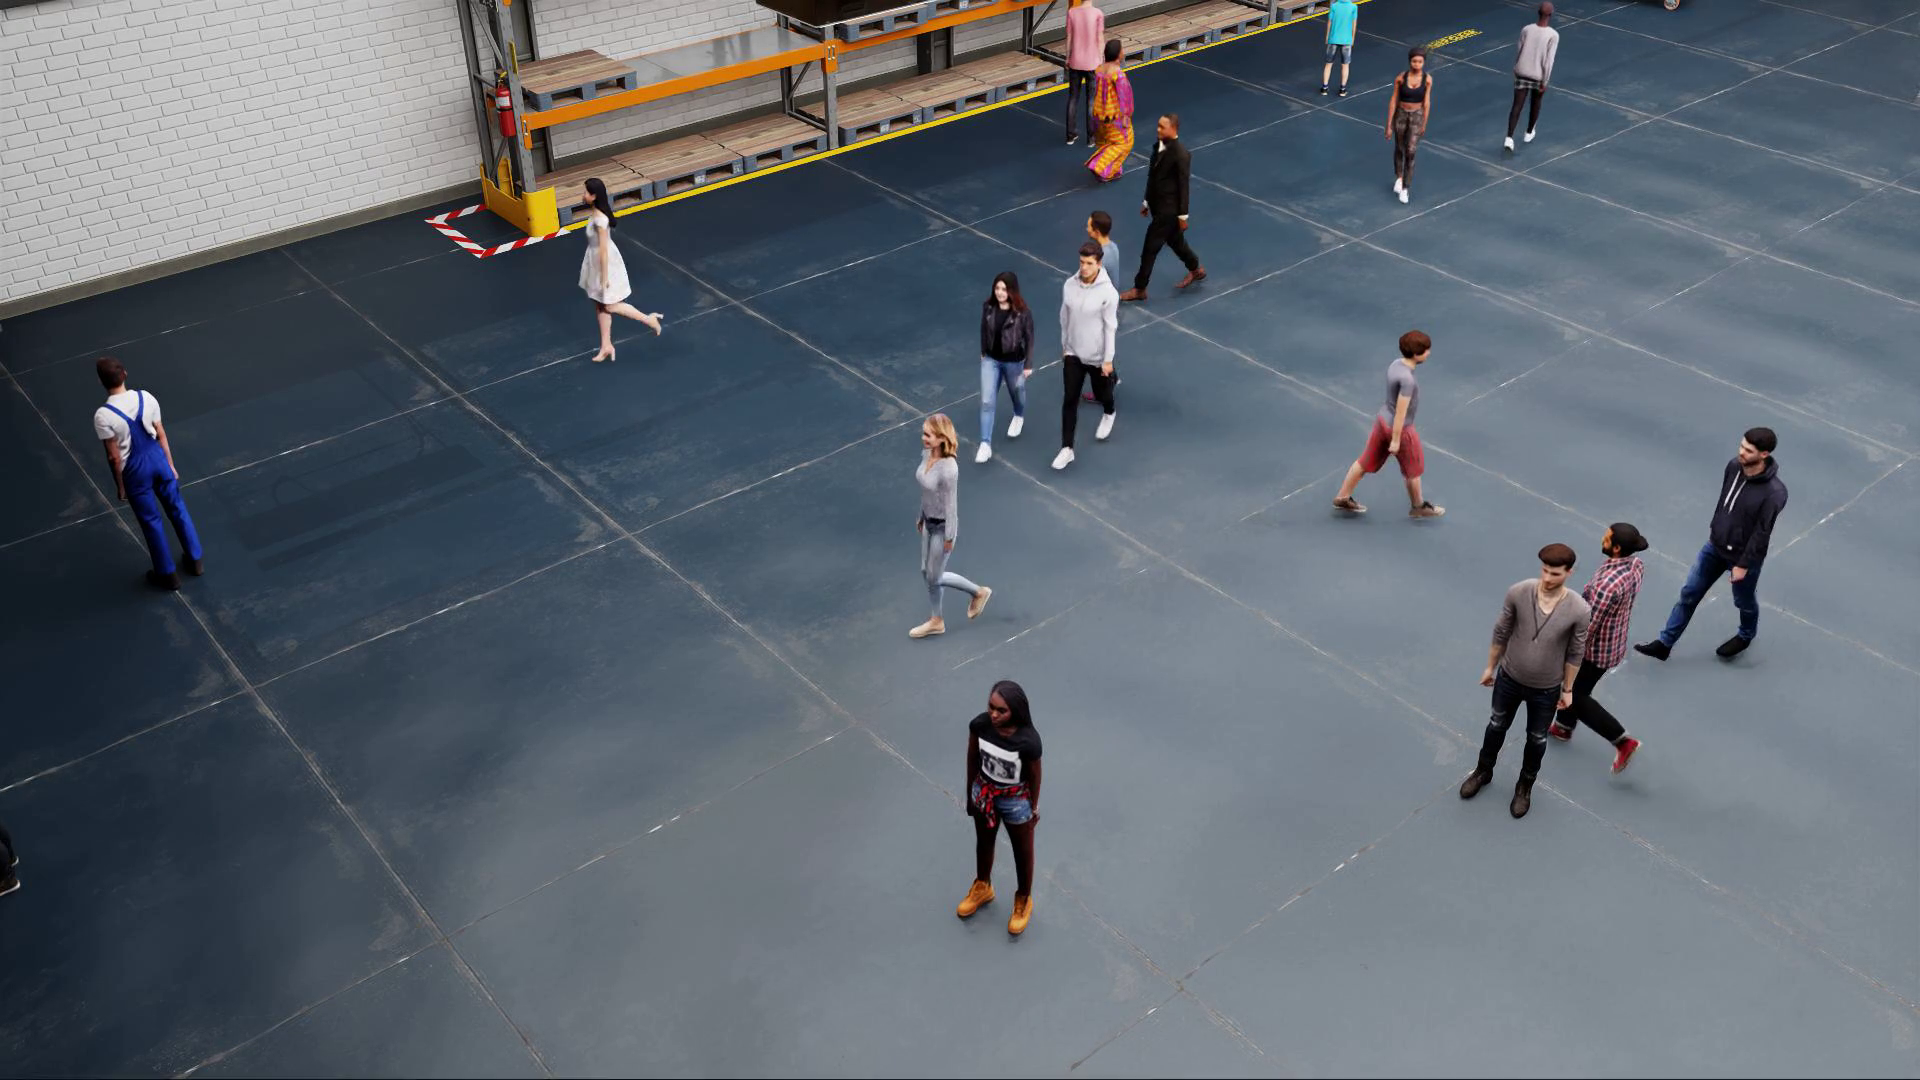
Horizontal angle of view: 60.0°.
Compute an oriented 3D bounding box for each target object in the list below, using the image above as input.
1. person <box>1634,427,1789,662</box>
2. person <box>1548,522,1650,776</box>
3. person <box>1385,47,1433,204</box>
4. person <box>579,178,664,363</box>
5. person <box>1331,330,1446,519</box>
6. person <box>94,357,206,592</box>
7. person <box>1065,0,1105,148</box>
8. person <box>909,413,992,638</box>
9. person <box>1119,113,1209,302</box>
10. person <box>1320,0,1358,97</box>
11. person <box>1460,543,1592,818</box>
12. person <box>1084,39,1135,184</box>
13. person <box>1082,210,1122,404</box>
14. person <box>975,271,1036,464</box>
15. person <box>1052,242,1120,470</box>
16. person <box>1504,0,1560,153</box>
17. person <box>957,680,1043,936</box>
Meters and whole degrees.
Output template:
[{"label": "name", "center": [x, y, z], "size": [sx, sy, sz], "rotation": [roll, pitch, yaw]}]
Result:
[{"label": "person", "center": [5.348, 0.073, 11.288], "size": [1.264, 1.832, 0.978], "rotation": [-11, 35, -16]}, {"label": "person", "center": [4.068, 0.684, 10.451], "size": [0.898, 1.741, 0.988], "rotation": [23, 40, 31]}, {"label": "person", "center": [5.009, -4.693, 18.602], "size": [0.887, 1.674, 1.027], "rotation": [10, 35, 14]}, {"label": "person", "center": [-3.145, -2.437, 15.130], "size": [1.056, 1.760, 0.874], "rotation": [-8, 34, -11]}, {"label": "person", "center": [3.286, -0.857, 12.892], "size": [1.175, 1.606, 1.061], "rotation": [0, 34, 0]}, {"label": "person", "center": [-5.942, -0.493, 12.126], "size": [0.726, 1.849, 0.577], "rotation": [24, 40, 31]}, {"label": "person", "center": [1.476, -5.681, 19.833], "size": [0.707, 1.957, 0.710], "rotation": [12, 35, 17]}, {"label": "person", "center": [-0.074, -0.100, 11.592], "size": [0.926, 1.785, 0.758], "rotation": [-12, 36, -18]}, {"label": "person", "center": [2.101, -3.249, 16.259], "size": [1.360, 1.862, 1.011], "rotation": [-12, 35, -17]}, {"label": "person", "center": [4.918, -6.492, 21.514], "size": [0.590, 1.447, 0.637], "rotation": [6, 34, 9]}, {"label": "person", "center": [3.464, 0.825, 10.093], "size": [0.768, 1.903, 0.706], "rotation": [18, 38, 25]}, {"label": "person", "center": [1.670, -4.814, 18.799], "size": [0.880, 1.658, 0.741], "rotation": [-17, 37, -24]}, {"label": "person", "center": [1.307, -1.979, 14.408], "size": [0.838, 1.797, 0.764], "rotation": [8, 35, 13]}, {"label": "person", "center": [0.411, -1.496, 13.870], "size": [0.996, 1.588, 1.197], "rotation": [12, 35, 17]}, {"label": "person", "center": [1.103, -1.574, 13.709], "size": [1.015, 1.895, 1.300], "rotation": [15, 36, 21]}, {"label": "person", "center": [6.722, -5.461, 19.691], "size": [0.884, 1.747, 1.216], "rotation": [17, 37, 24]}, {"label": "person", "center": [0.248, 1.468, 9.284], "size": [0.699, 1.728, 0.714], "rotation": [17, 37, 23]}]
